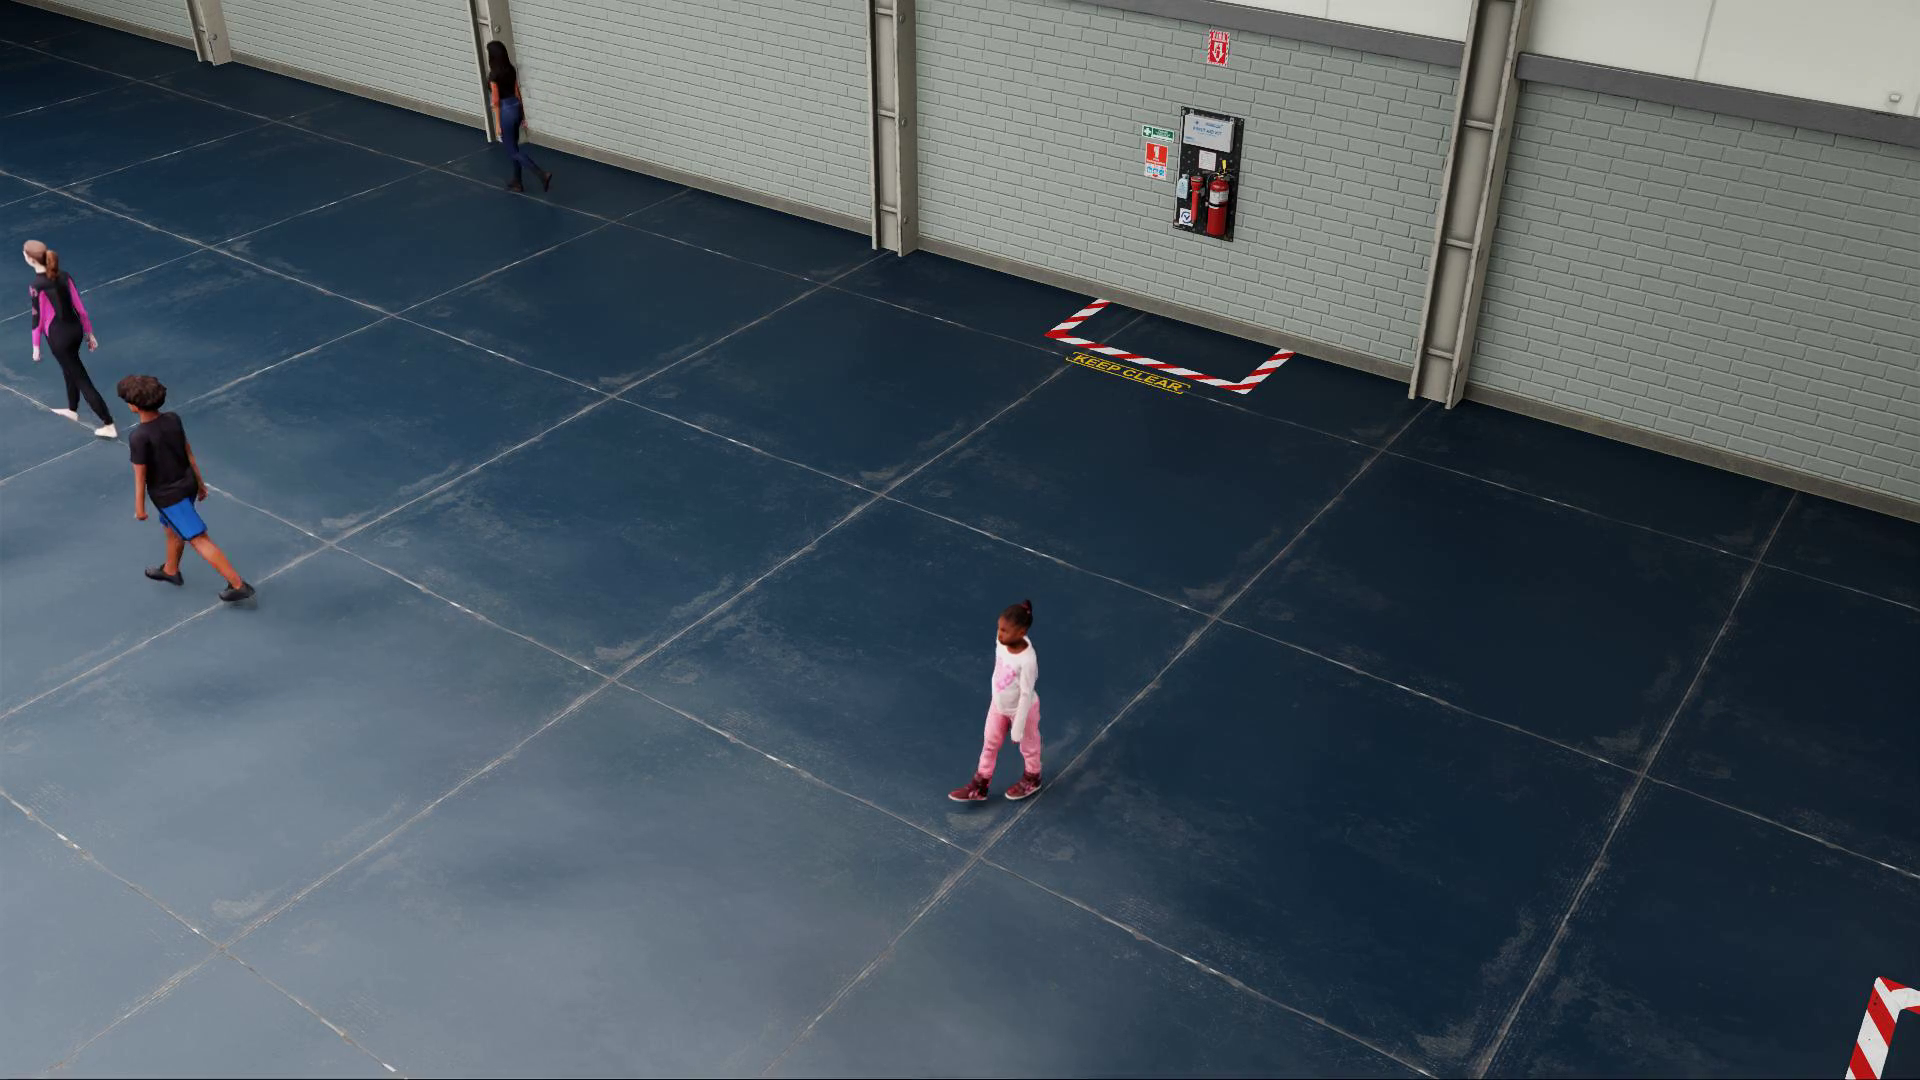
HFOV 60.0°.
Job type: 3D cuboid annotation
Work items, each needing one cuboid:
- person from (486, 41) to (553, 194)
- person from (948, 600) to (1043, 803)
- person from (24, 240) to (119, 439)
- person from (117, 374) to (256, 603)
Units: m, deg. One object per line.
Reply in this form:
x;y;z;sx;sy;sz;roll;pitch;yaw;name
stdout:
-4.950;-4.657;18.533;1.048;1.714;0.694;16;36;23;person
0.384;0.951;9.909;0.807;1.430;0.853;-20;37;-28;person
-7.293;-1.622;13.717;1.043;1.720;0.778;9;33;14;person
-5.403;-0.308;11.604;1.267;1.750;0.880;9;33;14;person
